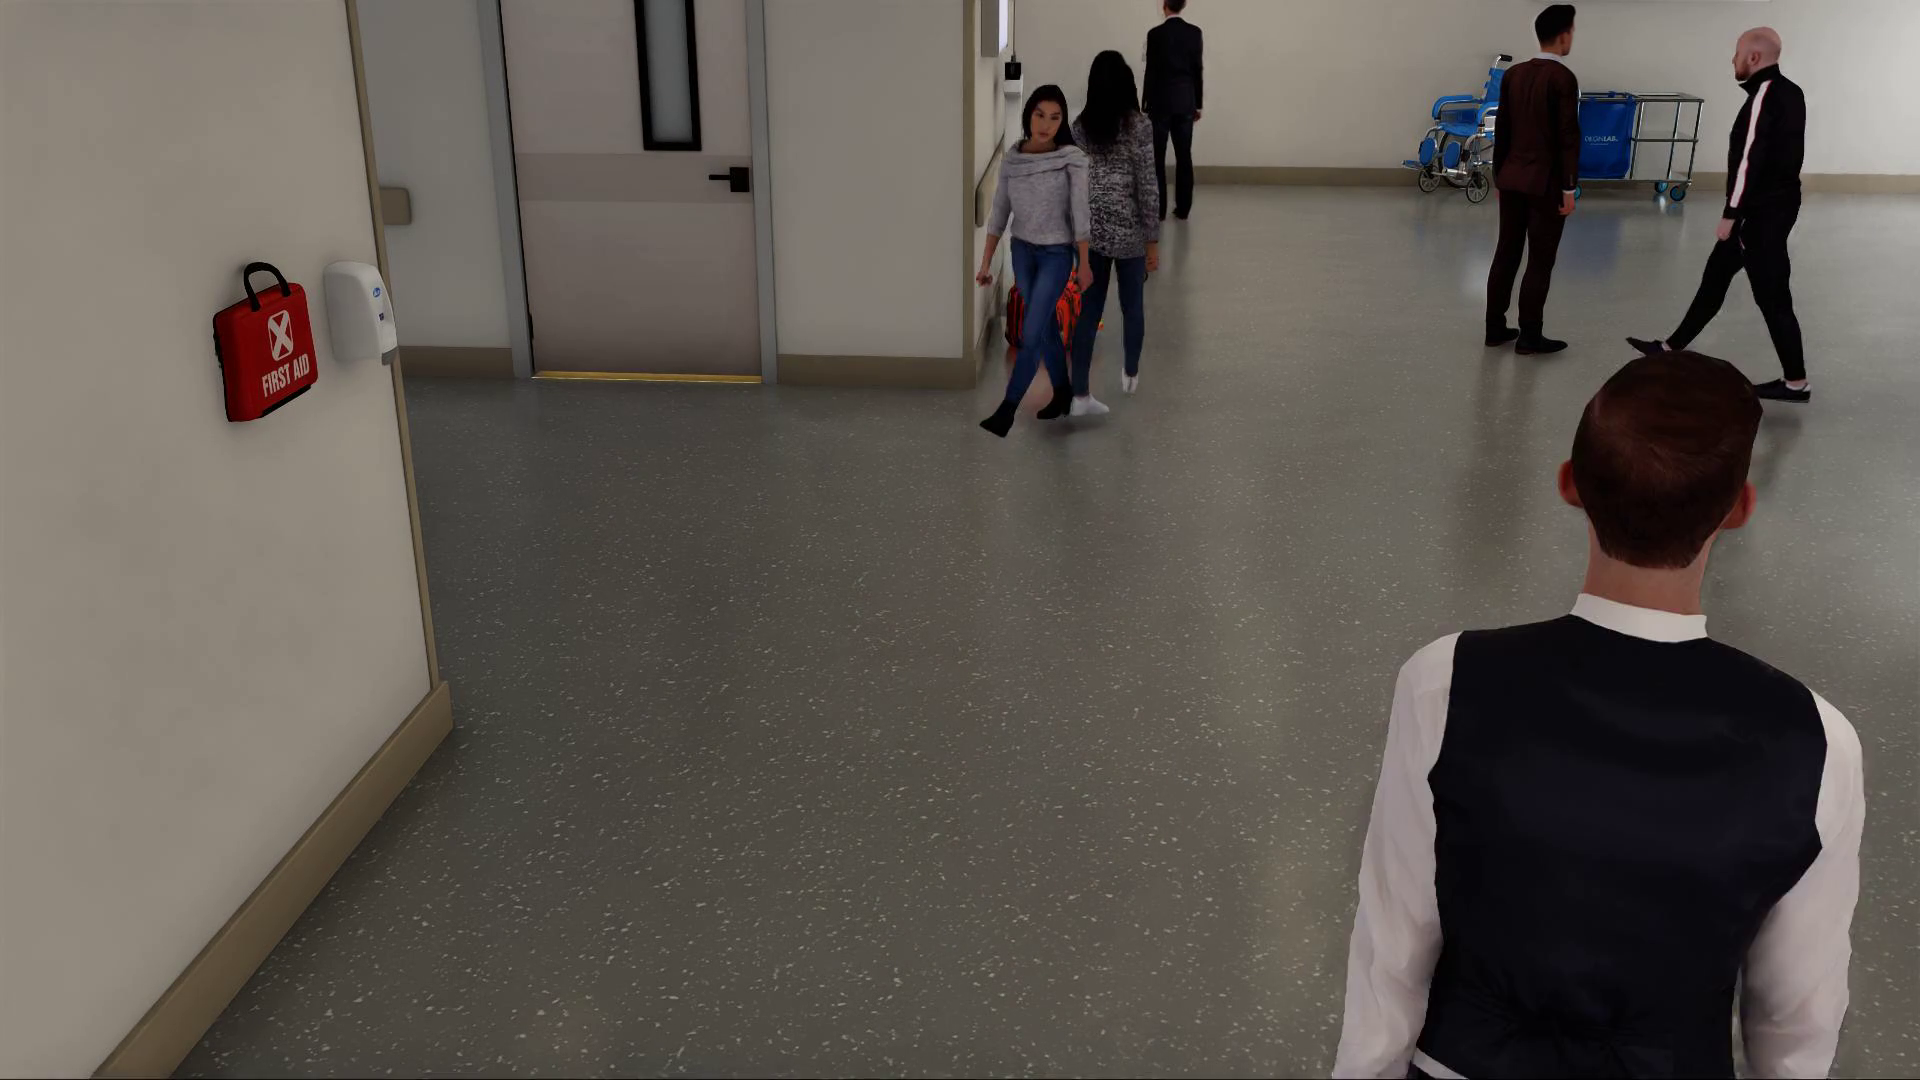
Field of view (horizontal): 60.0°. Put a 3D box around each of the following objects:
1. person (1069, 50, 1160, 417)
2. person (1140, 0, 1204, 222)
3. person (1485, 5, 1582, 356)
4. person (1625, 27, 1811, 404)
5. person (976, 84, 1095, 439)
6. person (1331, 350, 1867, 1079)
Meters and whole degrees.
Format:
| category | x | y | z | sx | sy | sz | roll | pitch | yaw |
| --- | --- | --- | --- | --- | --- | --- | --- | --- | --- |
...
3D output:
| category | x | y | z | sx | sy | sz | roll | pitch | yaw |
| --- | --- | --- | --- | --- | --- | --- | --- | --- | --- |
| person | 0.678 | -1.407 | 7.912 | 0.858 | 1.681 | 1.154 | 10 | 23 | 24 |
| person | 1.660 | -3.454 | 13.129 | 0.779 | 1.814 | 0.745 | -7 | 22 | -18 |
| person | 3.156 | -1.968 | 9.134 | 0.846 | 1.865 | 0.753 | -12 | 24 | -30 |
| person | 3.992 | -1.515 | 8.067 | 1.162 | 1.772 | 1.237 | 16 | 26 | 36 |
| person | 0.440 | -1.277 | 7.706 | 0.995 | 1.582 | 1.109 | 17 | 27 | 38 |
| person | 0.654 | 0.768 | 1.871 | 0.969 | 1.891 | 1.317 | 9 | 23 | 23 |
